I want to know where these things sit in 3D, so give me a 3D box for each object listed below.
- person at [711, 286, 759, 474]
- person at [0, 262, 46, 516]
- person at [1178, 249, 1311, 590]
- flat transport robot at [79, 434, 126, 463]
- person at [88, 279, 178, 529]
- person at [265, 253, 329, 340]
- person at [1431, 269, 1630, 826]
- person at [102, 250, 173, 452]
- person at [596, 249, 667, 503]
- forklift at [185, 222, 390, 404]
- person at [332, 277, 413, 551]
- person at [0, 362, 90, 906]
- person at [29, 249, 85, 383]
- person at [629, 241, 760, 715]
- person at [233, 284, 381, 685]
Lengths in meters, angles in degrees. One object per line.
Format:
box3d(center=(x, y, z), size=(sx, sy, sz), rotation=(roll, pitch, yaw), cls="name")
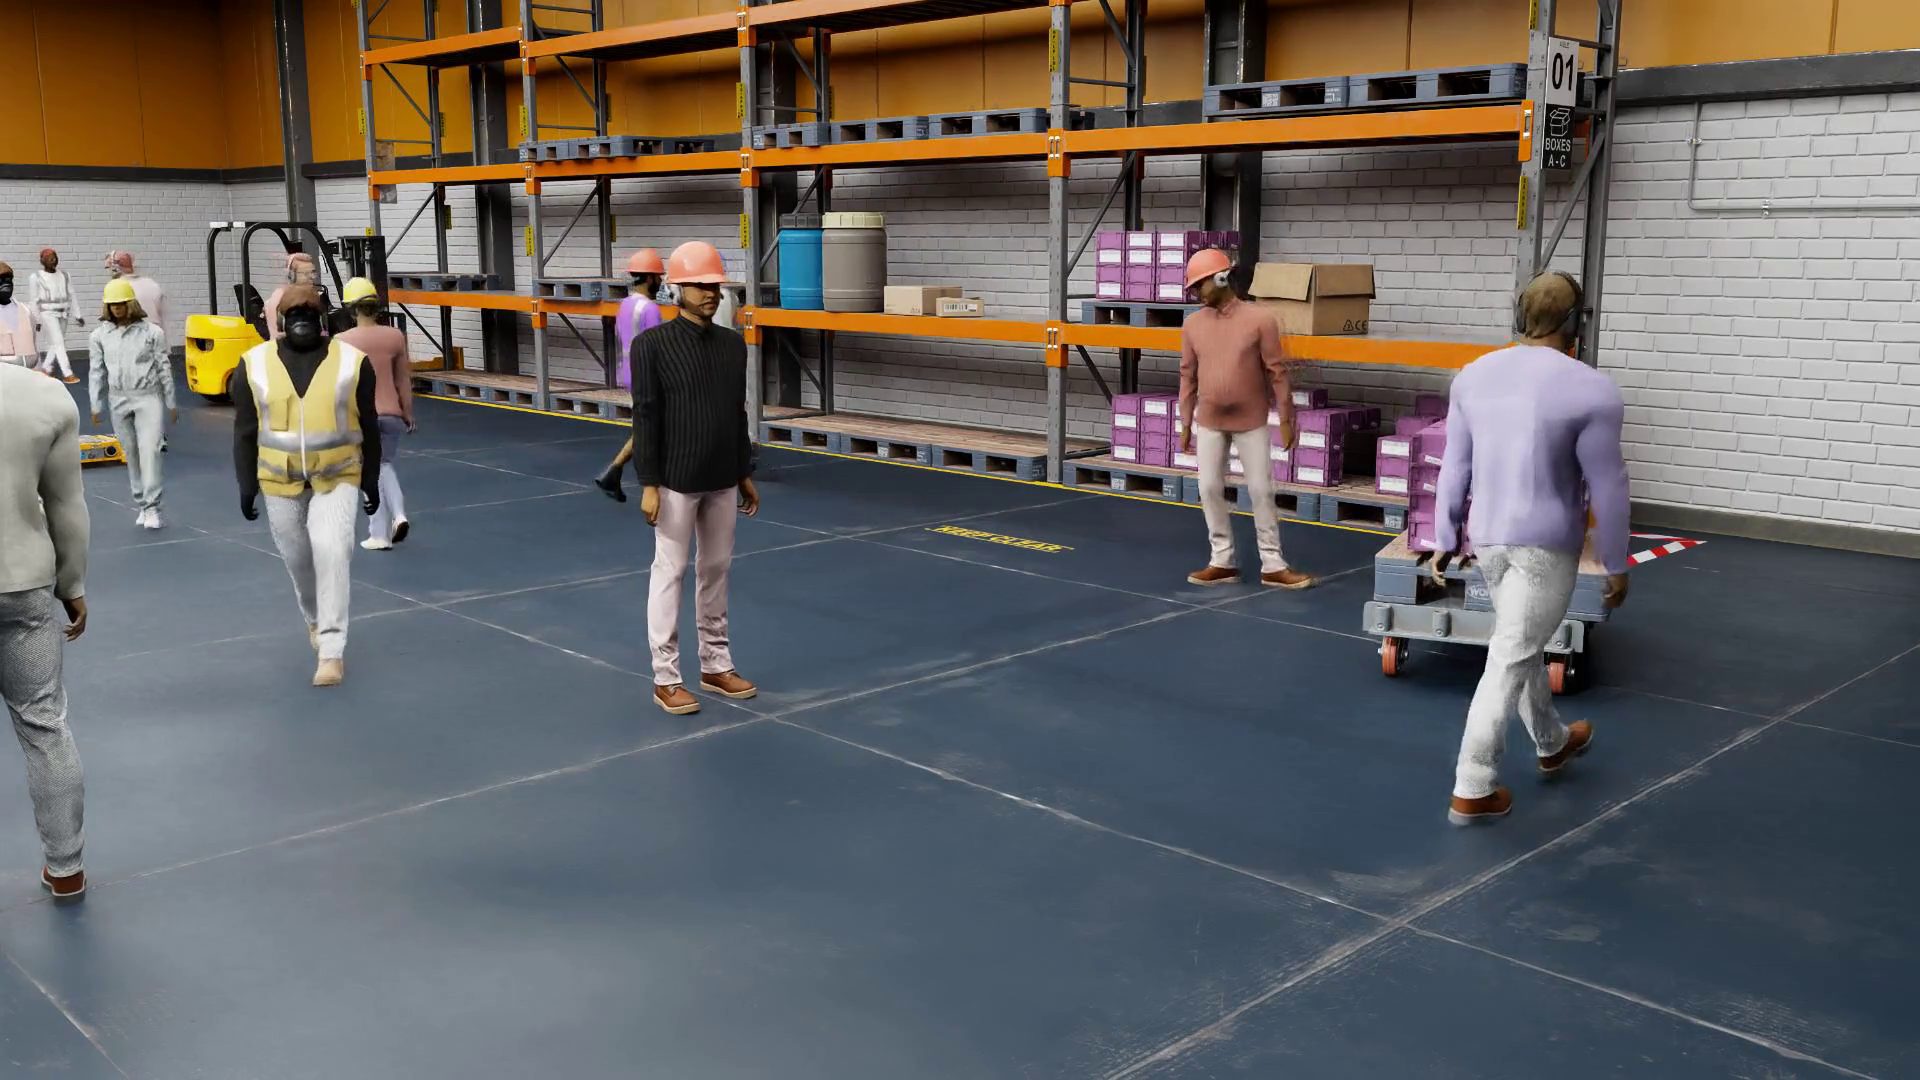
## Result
box3d(center=(-2.036, -1.456, 13.803), size=(0.769, 1.926, 0.617), rotation=(10, 14, 43), cls="person")
box3d(center=(-6.787, -1.056, 11.847), size=(0.430, 1.845, 0.620), rotation=(5, 11, 23), cls="person")
box3d(center=(1.631, -0.667, 9.482), size=(0.823, 1.948, 0.384), rotation=(6, 12, 29), cls="person")
box3d(center=(-7.964, -0.758, 14.507), size=(1.431, 0.197, 0.652), rotation=(-10, 14, -44), cls="flat transport robot")
box3d(center=(-5.696, -0.917, 11.407), size=(0.517, 1.710, 0.772), rotation=(-2, 11, -11), cls="person")
box3d(center=(-5.012, -1.237, 12.711), size=(0.576, 1.890, 0.696), rotation=(1, 10, 6), cls="person")
box3d(center=(2.070, 0.017, 5.827), size=(0.990, 1.894, 0.658), rotation=(-7, 12, -34), cls="person")
box3d(center=(-7.702, -1.744, 15.482), size=(0.563, 1.877, 0.666), rotation=(3, 11, 16), cls="person")
box3d(center=(-2.299, -1.162, 12.194), size=(0.665, 1.922, 0.563), rotation=(-6, 12, -30), cls="person")
box3d(center=(-8.169, -2.758, 20.163), size=(2.313, 2.155, 1.214), rotation=(-10, 14, -44), cls="forklift")
box3d(center=(-3.790, -0.800, 10.665), size=(0.366, 1.750, 0.548), rotation=(8, 13, 37), cls="person")
box3d(center=(-2.881, 0.174, 4.874), size=(0.631, 1.940, 0.372), rotation=(-10, 15, -44), cls="person")
box3d(center=(-12.505, -3.088, 22.937), size=(0.955, 1.851, 0.584), rotation=(5, 12, 26), cls="person")
box3d(center=(-1.123, -0.269, 7.133), size=(0.379, 1.996, 0.609), rotation=(10, 14, 42), cls="person")
box3d(center=(-3.035, -0.293, 7.782), size=(0.629, 1.807, 0.936), rotation=(-2, 11, -13), cls="person")
